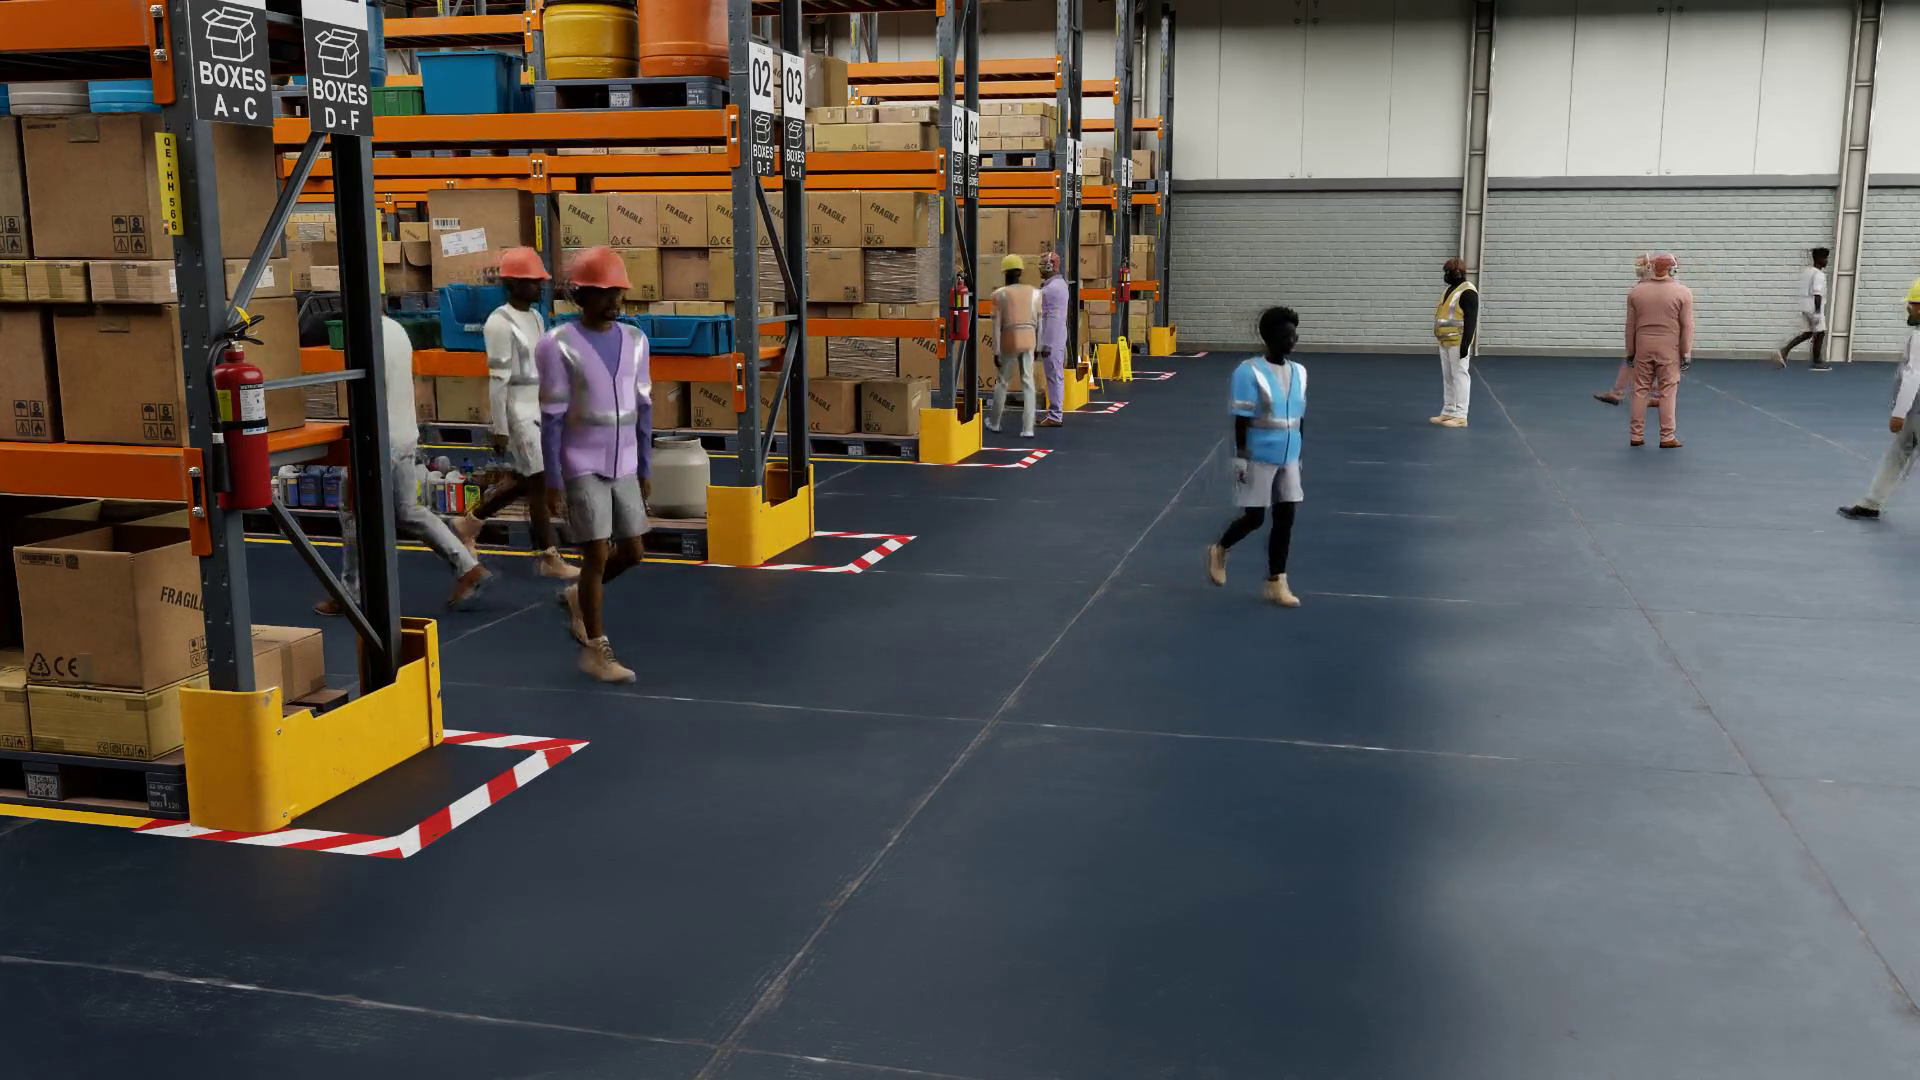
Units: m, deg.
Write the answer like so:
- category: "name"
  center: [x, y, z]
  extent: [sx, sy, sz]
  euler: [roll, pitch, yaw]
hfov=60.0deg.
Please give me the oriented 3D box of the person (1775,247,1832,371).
- category: "person"
  center: [13.300, -3.617, 26.057]
  extent: [0.755, 1.941, 0.621]
  euler: [1, 10, 3]

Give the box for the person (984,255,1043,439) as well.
- category: "person"
  center: [0.560, -2.019, 17.371]
  extent: [0.613, 1.883, 0.953]
  euler: [-3, 11, -16]

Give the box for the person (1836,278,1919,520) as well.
- category: "person"
  center: [6.862, -0.965, 11.821]
  extent: [0.946, 1.784, 0.601]
  euler: [9, 13, 39]

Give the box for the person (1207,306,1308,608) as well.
- category: "person"
  center: [1.699, -0.475, 9.339]
  extent: [0.548, 1.683, 0.553]
  euler: [-6, 12, -31]

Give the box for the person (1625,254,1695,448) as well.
- category: "person"
  center: [6.916, -1.863, 16.437]
  extent: [0.651, 1.904, 0.403]
  euler: [9, 14, 42]

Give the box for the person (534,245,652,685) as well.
- category: "person"
  center: [-1.733, -0.359, 7.801]
  extent: [0.653, 2.027, 0.612]
  euler: [9, 14, 42]

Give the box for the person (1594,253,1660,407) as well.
- category: "person"
  center: [8.307, -2.568, 20.421]
  extent: [0.818, 1.868, 0.672]
  euler: [3, 11, 14]

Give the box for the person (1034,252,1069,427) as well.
- category: "person"
  center: [0.980, -2.189, 18.235]
  extent: [0.405, 1.911, 0.636]
  euler: [2, 10, 9]

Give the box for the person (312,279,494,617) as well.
- category: "person"
  center: [-3.061, -0.518, 9.051]
  extent: [0.916, 1.895, 0.653]
  euler: [0, 10, 0]

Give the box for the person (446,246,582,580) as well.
- category: "person"
  center: [-2.712, -0.755, 10.017]
  extent: [0.891, 2.016, 0.612]
  euler: [2, 10, 9]

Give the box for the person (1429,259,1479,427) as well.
- category: "person"
  center: [5.433, -2.163, 18.295]
  extent: [0.429, 1.836, 0.627]
  euler: [-1, 10, -7]
